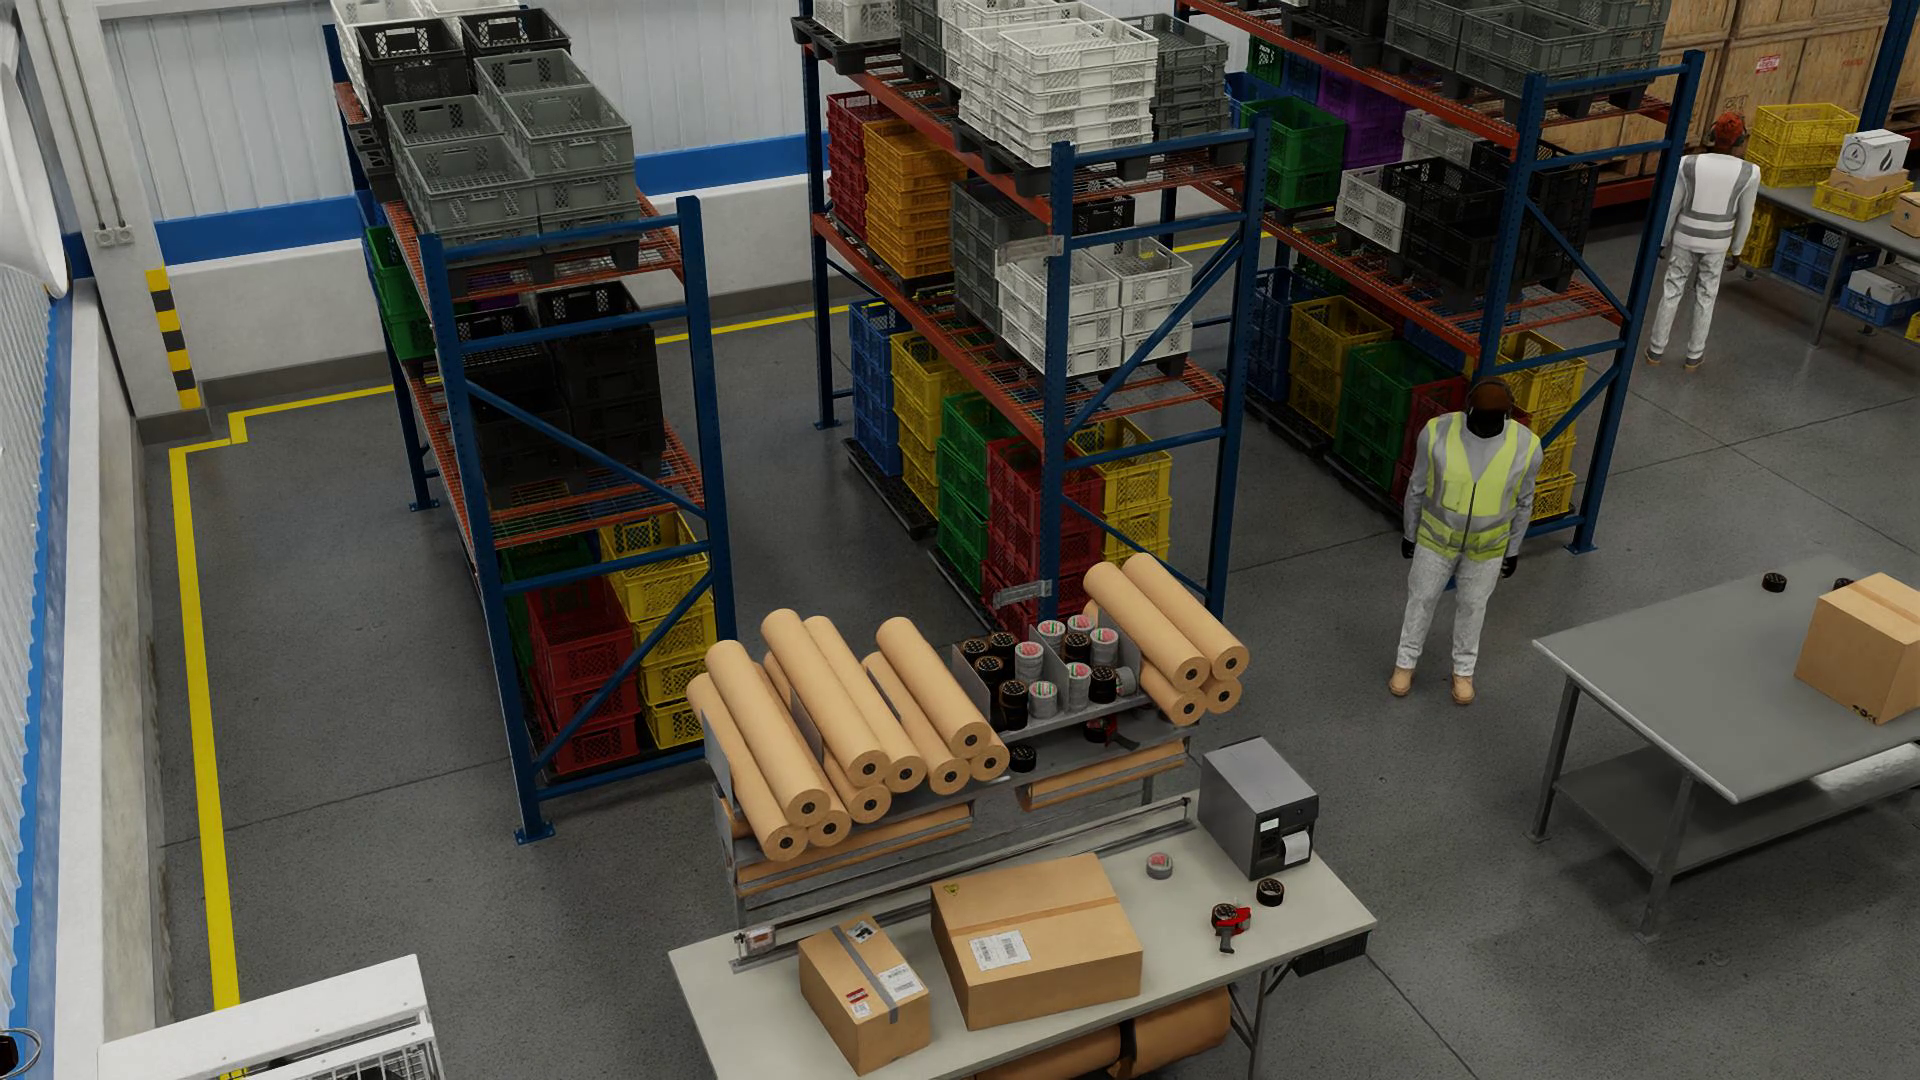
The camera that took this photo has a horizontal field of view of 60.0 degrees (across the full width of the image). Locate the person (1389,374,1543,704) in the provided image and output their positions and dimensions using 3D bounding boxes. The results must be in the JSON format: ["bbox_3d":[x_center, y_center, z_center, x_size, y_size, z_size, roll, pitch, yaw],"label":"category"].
[{"bbox_3d":[2.552,0.004,8.454,0.625,1.841,0.429,8,33,13],"label":"person"}]

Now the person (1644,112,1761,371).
[{"bbox_3d":[5.282,-2.115,11.855,0.582,1.881,0.351,13,34,20],"label":"person"}]
